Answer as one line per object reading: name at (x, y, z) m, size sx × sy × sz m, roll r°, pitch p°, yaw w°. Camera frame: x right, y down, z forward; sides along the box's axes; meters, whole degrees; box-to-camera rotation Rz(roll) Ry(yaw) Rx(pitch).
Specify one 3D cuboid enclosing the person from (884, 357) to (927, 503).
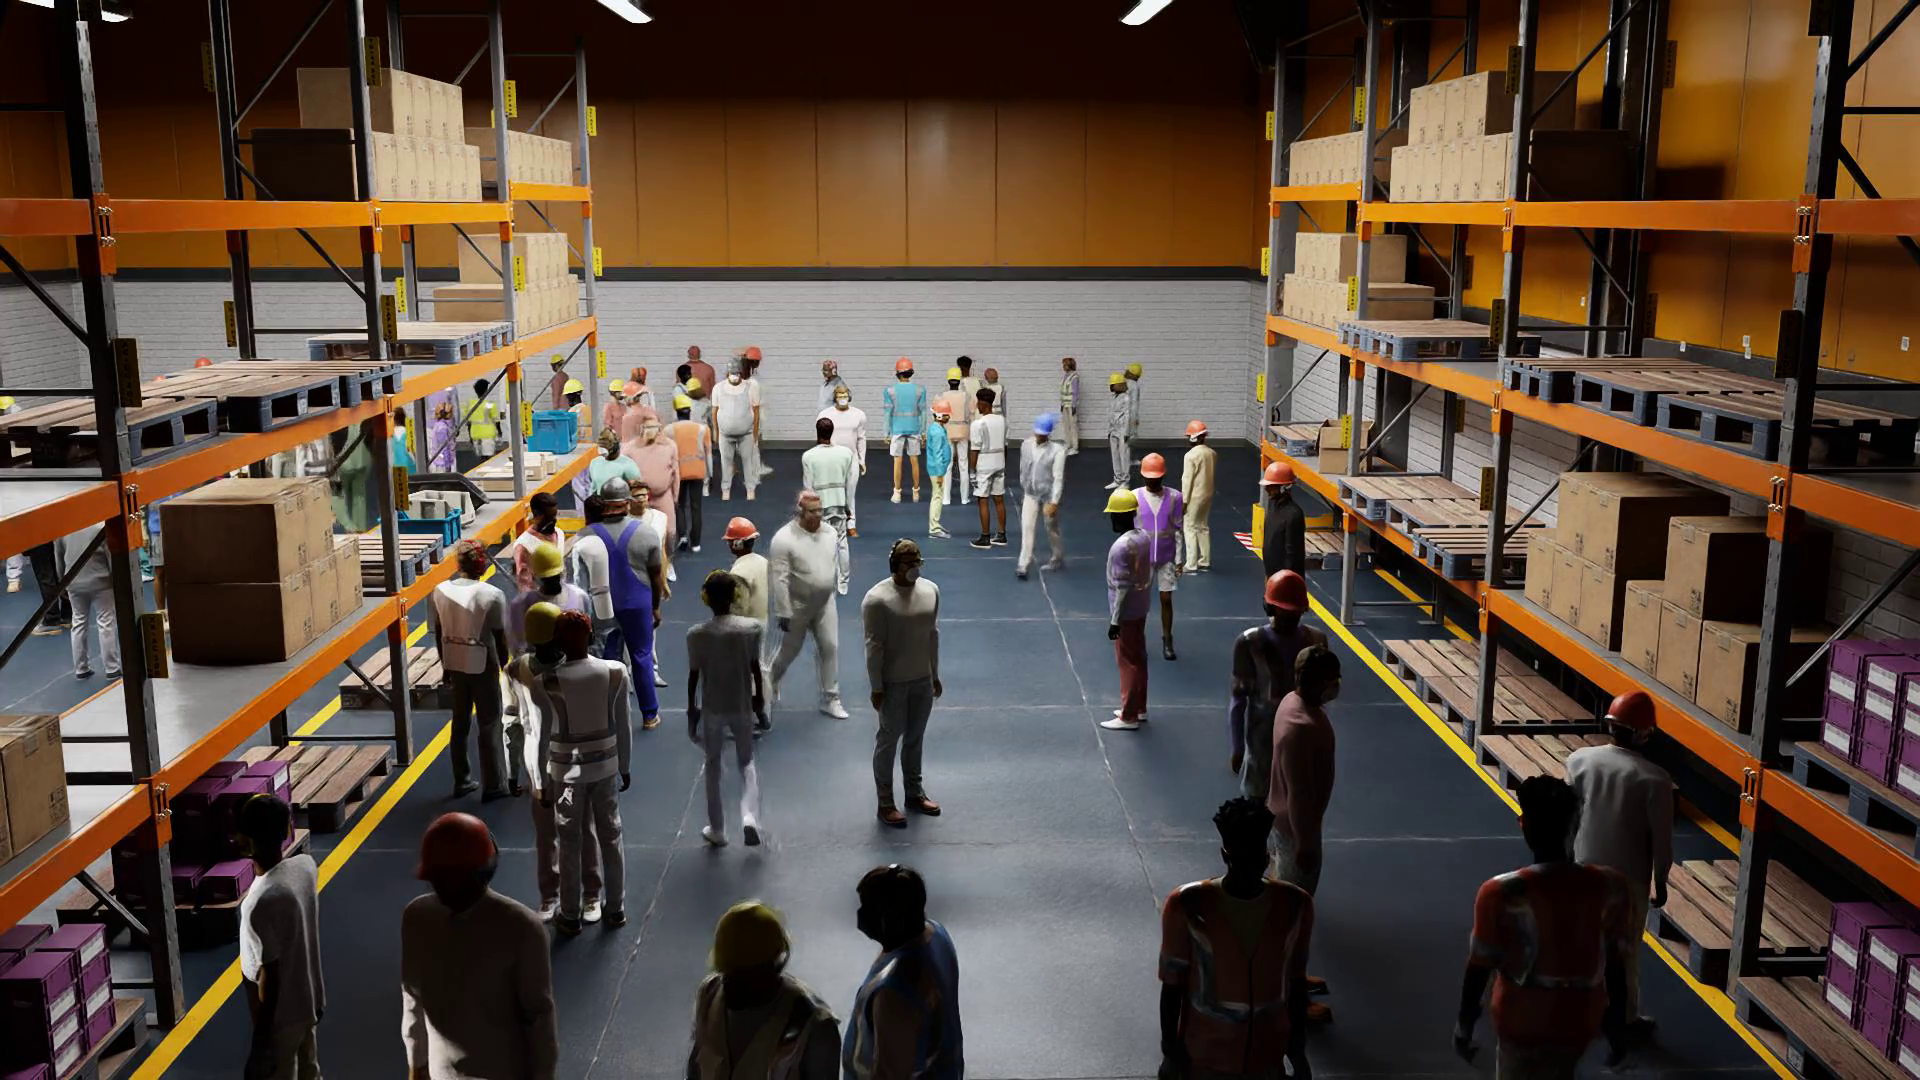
person at (-0.770, -1.536, 23.324) m, size 0.614 × 2.045 × 0.368 m, roll -2°, pitch 11°, yaw -10°

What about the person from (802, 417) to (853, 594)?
person at (-1.403, -0.345, 17.669) m, size 0.587 × 1.920 × 0.391 m, roll -6°, pitch 13°, yaw -29°

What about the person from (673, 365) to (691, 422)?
person at (-4.328, -1.908, 26.087) m, size 0.317 × 1.691 × 0.536 m, roll 2°, pitch 12°, yaw 12°

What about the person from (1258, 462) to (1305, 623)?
person at (2.725, 0.316, 14.204) m, size 0.413 × 1.987 × 0.607 m, roll -2°, pitch 11°, yaw -11°

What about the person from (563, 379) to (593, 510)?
person at (-4.955, -1.128, 21.612) m, size 0.392 × 1.914 × 0.594 m, roll 2°, pitch 11°, yaw 9°

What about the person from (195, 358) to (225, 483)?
person at (-10.867, -1.643, 24.012) m, size 0.608 × 1.984 × 0.397 m, roll -8°, pitch 14°, yaw -34°

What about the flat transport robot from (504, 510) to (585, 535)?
flat transport robot at (-5.095, -0.237, 21.272) m, size 1.431 × 0.197 × 0.652 m, roll -3°, pitch 12°, yaw -13°

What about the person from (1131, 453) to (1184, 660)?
person at (1.761, 0.153, 15.170) m, size 0.549 × 1.924 × 0.387 m, roll 0°, pitch 11°, yaw 0°

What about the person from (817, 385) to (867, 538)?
person at (-1.465, -0.976, 20.783) m, size 0.629 × 1.940 × 0.376 m, roll -3°, pitch 12°, yaw -16°

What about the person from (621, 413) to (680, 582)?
person at (-3.375, -0.447, 18.254) m, size 0.641 × 1.891 × 0.511 m, roll -4°, pitch 12°, yaw -18°

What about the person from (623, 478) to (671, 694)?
person at (-2.754, 0.375, 14.241) m, size 0.565 × 1.847 × 0.396 m, roll -8°, pitch 14°, yaw -37°

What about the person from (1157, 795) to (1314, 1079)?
person at (1.036, 1.904, 6.271) m, size 0.601 × 1.967 × 0.367 m, roll -2°, pitch 11°, yaw -8°

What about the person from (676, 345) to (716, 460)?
person at (-4.282, -2.215, 27.080) m, size 0.652 × 1.906 × 0.402 m, roll -2°, pitch 11°, yaw -9°

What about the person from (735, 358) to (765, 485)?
person at (-3.160, -1.763, 24.862) m, size 0.460 × 1.893 × 0.584 m, roll -6°, pitch 13°, yaw -27°

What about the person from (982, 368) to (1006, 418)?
person at (0.496, -1.864, 25.990) m, size 0.523 × 1.638 × 0.311 m, roll -6°, pitch 13°, yaw -28°

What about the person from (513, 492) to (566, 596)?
person at (-3.308, 0.554, 13.197) m, size 0.397 × 1.909 × 0.599 m, roll 3°, pitch 12°, yaw 17°

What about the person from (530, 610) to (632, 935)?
person at (-2.142, 1.315, 9.453) m, size 0.575 × 1.880 × 0.358 m, roll -6°, pitch 13°, yaw -28°

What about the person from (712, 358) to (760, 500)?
person at (-3.165, -1.571, 23.509) m, size 0.681 × 2.000 × 0.535 m, roll 0°, pitch 11°, yaw -2°

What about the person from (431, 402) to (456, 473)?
person at (-6.679, -0.975, 21.555) m, size 0.312 × 1.631 × 0.524 m, roll -5°, pitch 12°, yaw -23°

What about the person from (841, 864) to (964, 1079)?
person at (-0.207, 2.036, 5.959) m, size 0.431 × 1.835 × 0.623 m, roll 2°, pitch 11°, yaw 10°

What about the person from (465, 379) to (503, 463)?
person at (-6.919, -1.507, 24.136) m, size 0.537 × 1.667 × 0.775 m, roll 4°, pitch 12°, yaw 18°

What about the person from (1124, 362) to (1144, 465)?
person at (2.703, -1.997, 26.490) m, size 0.575 × 1.727 × 0.513 m, roll -5°, pitch 12°, yaw -22°

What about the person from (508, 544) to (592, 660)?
person at (-2.769, 0.939, 11.372) m, size 0.595 × 1.868 × 1.010 m, roll -7°, pitch 13°, yaw -30°

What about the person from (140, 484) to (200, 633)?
person at (-7.669, -0.103, 16.183) m, size 0.602 × 2.035 × 0.404 m, roll -9°, pitch 14°, yaw -37°

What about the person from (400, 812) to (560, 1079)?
person at (-1.767, 1.933, 6.087) m, size 0.627 × 1.985 × 0.409 m, roll 4°, pitch 12°, yaw 18°

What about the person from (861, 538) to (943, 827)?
person at (-0.368, 0.938, 11.189) m, size 0.630 × 1.940 × 0.372 m, roll -10°, pitch 15°, yaw -42°

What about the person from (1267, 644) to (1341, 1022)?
person at (1.752, 1.472, 8.521) m, size 0.371 × 1.935 × 0.627 m, roll 2°, pitch 12°, yaw 11°

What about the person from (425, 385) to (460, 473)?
person at (-7.607, -1.680, 24.290) m, size 0.602 × 1.948 × 0.387 m, roll -4°, pitch 12°, yaw -18°

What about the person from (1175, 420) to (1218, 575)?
person at (2.671, -0.484, 18.829) m, size 0.354 × 1.737 × 0.574 m, roll 10°, pitch 15°, yaw 40°

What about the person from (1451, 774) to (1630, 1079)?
person at (2.264, 1.849, 6.604) m, size 0.648 × 1.937 × 0.768 m, roll -2°, pitch 11°, yaw -9°

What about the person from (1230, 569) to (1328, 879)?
person at (1.886, 1.165, 9.783) m, size 0.614 × 2.040 × 0.390 m, roll -3°, pitch 12°, yaw -17°
